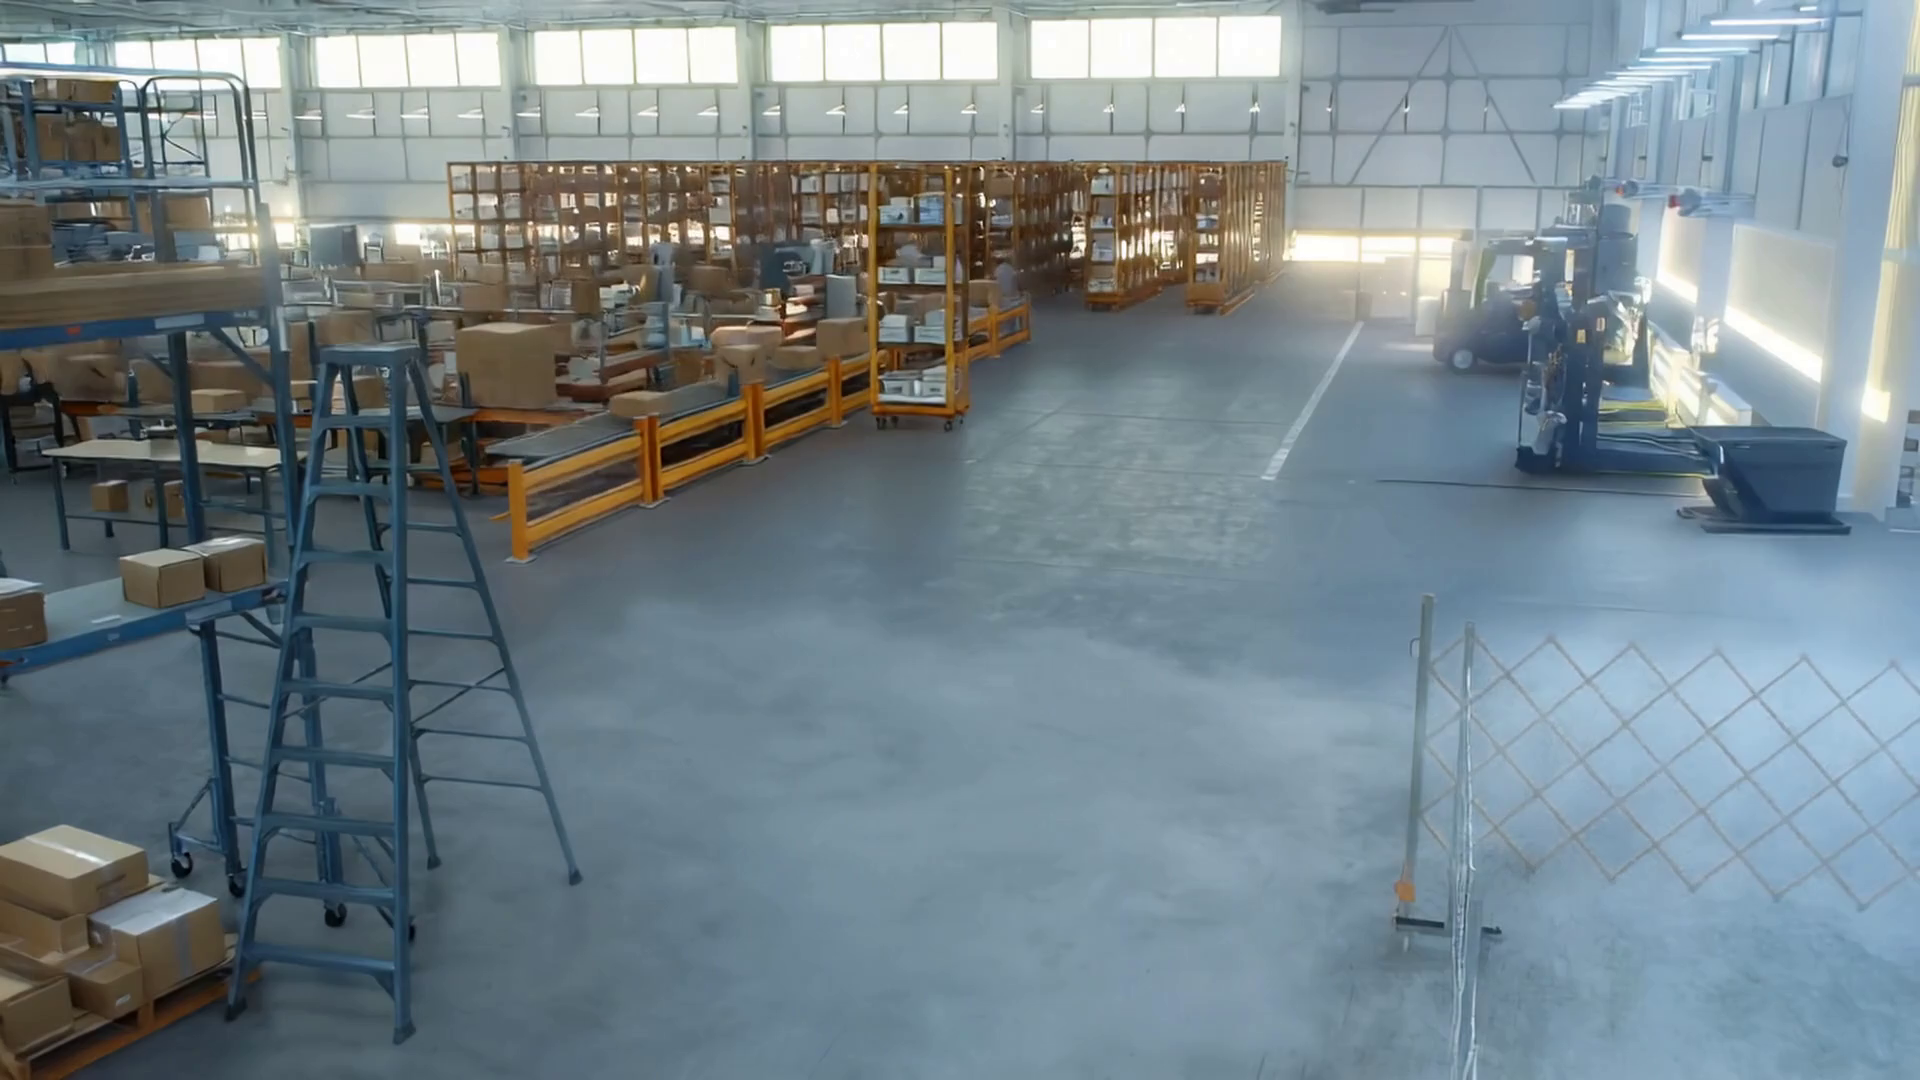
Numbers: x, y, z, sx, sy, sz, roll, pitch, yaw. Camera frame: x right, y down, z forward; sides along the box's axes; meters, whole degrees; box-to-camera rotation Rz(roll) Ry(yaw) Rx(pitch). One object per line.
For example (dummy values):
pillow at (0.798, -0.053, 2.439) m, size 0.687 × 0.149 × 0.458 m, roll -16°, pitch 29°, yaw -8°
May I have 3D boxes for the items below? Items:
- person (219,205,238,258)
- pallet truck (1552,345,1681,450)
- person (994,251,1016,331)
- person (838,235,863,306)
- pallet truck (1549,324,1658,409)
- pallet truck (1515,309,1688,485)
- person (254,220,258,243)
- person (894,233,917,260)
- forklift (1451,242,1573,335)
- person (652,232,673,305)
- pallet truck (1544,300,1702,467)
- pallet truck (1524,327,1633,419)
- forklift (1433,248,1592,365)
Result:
person at (-26.870, -11.321, 61.132) m, size 0.628 × 1.981 × 0.647 m, roll -3°, pitch 13°, yaw -14°
pallet truck at (8.641, -1.896, 21.908) m, size 1.630 × 1.274 × 0.653 m, roll 4°, pitch 14°, yaw 16°
person at (0.967, -5.405, 36.146) m, size 0.890 × 1.724 × 0.534 m, roll 12°, pitch 18°, yaw 43°
person at (-2.794, -6.865, 42.355) m, size 0.625 × 1.781 × 0.661 m, roll -1°, pitch 13°, yaw -2°
pallet truck at (9.824, -2.669, 25.407) m, size 1.601 × 1.201 × 0.680 m, roll 4°, pitch 14°, yaw 16°
pallet truck at (7.554, -1.677, 19.446) m, size 1.885 × 1.965 × 0.823 m, roll 3°, pitch 13°, yaw 14°
person at (-25.143, -10.823, 59.805) m, size 0.528 × 1.594 × 0.844 m, roll -8°, pitch 15°, yaw -31°
person at (-1.321, -6.099, 38.548) m, size 0.632 × 1.989 × 1.028 m, roll -12°, pitch 18°, yaw -42°
forklift at (10.464, -4.597, 31.405) m, size 2.680 × 1.987 × 1.157 m, roll 4°, pitch 14°, yaw 16°
person at (-7.564, -6.919, 42.413) m, size 0.562 × 1.847 × 0.390 m, roll -9°, pitch 16°, yaw -35°
pallet truck at (8.263, -1.952, 20.631) m, size 1.885 × 1.965 × 0.823 m, roll 5°, pitch 14°, yaw 20°
pallet truck at (9.065, -2.460, 24.370) m, size 1.522 × 1.261 × 0.704 m, roll 3°, pitch 13°, yaw 14°
forklift at (9.780, -4.111, 29.280) m, size 2.680 × 1.987 × 1.157 m, roll 3°, pitch 13°, yaw 14°
